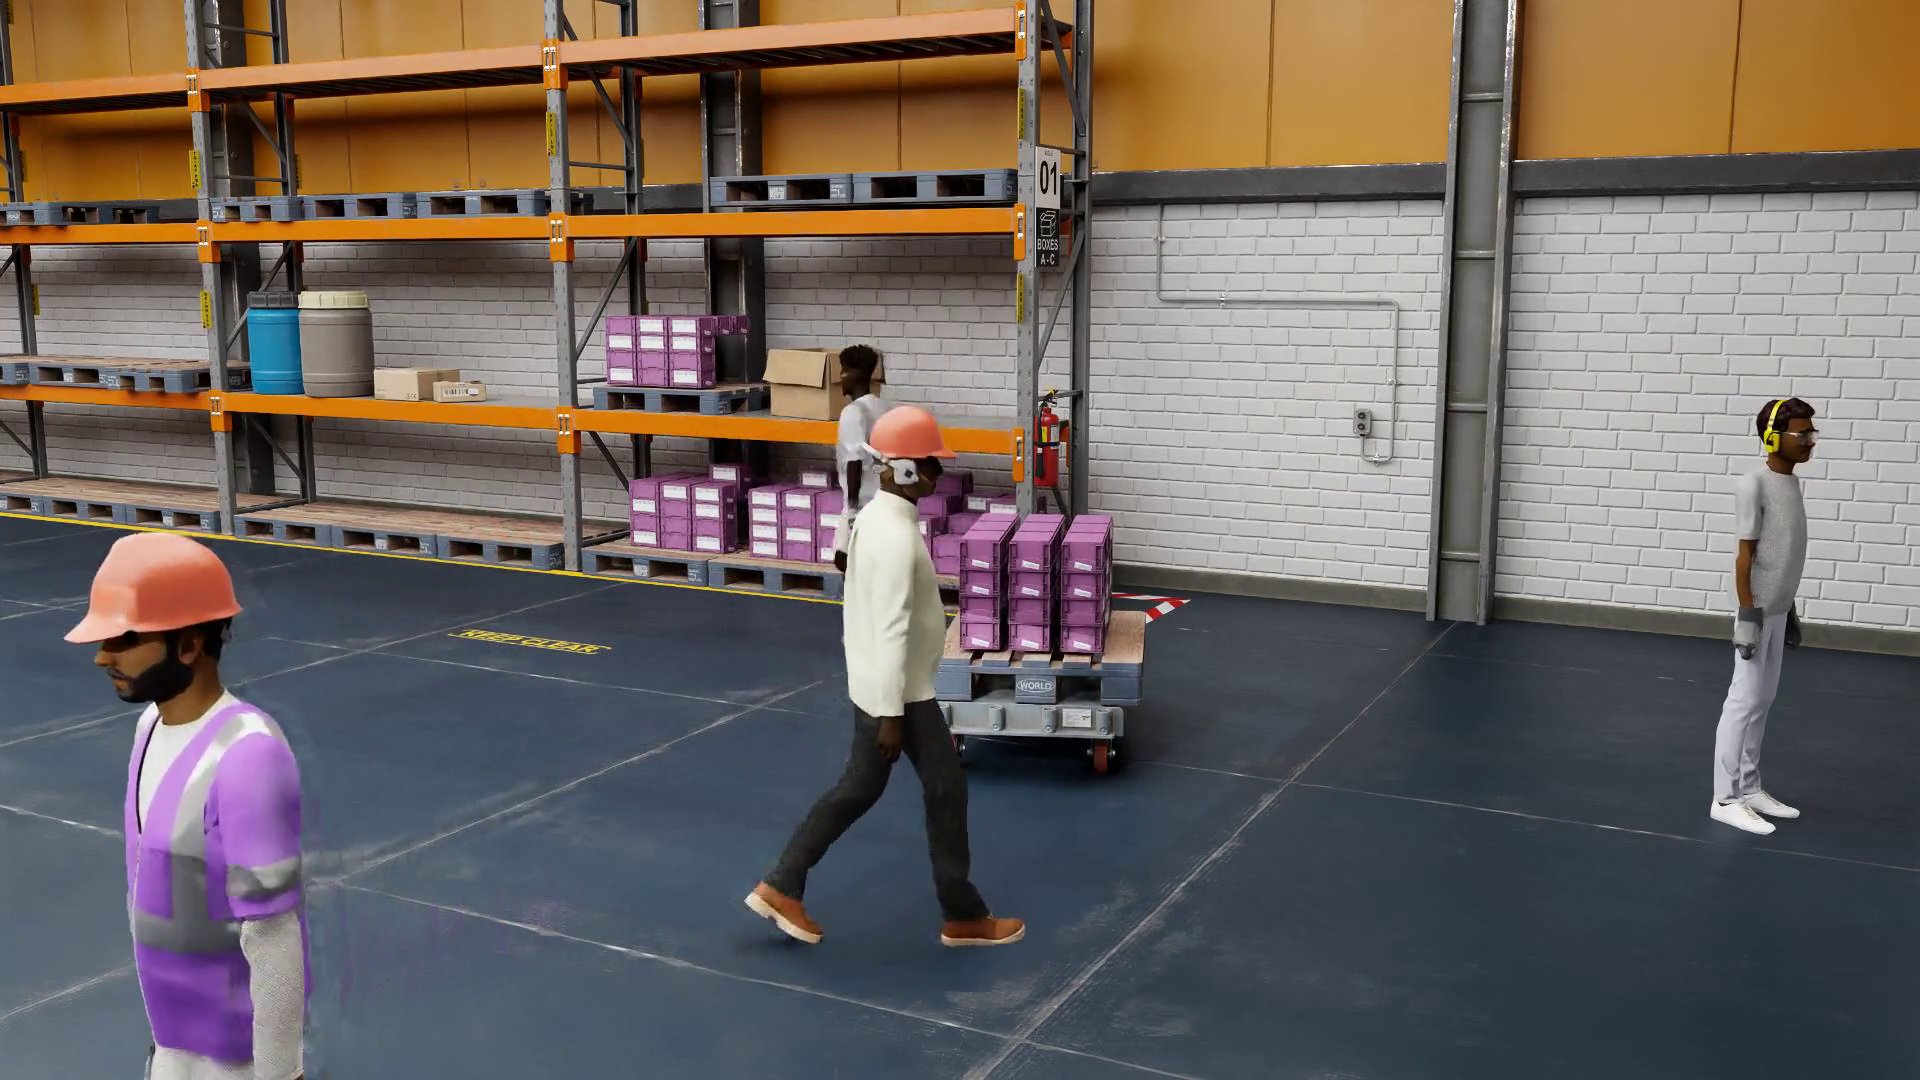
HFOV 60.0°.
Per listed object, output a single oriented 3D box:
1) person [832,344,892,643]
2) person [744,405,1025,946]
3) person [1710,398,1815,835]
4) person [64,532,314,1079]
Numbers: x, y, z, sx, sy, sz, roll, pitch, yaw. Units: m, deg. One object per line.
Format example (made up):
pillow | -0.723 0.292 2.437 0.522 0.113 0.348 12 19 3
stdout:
person | -0.552 -0.262 10.547 0.504 1.952 0.613 4 10 24
person | -0.293 0.497 5.867 0.969 1.959 0.621 -2 9 -12
person | 3.510 0.318 7.211 0.519 1.874 0.327 -9 13 -43
person | -1.404 0.917 3.364 0.678 1.923 0.551 -9 13 -43
